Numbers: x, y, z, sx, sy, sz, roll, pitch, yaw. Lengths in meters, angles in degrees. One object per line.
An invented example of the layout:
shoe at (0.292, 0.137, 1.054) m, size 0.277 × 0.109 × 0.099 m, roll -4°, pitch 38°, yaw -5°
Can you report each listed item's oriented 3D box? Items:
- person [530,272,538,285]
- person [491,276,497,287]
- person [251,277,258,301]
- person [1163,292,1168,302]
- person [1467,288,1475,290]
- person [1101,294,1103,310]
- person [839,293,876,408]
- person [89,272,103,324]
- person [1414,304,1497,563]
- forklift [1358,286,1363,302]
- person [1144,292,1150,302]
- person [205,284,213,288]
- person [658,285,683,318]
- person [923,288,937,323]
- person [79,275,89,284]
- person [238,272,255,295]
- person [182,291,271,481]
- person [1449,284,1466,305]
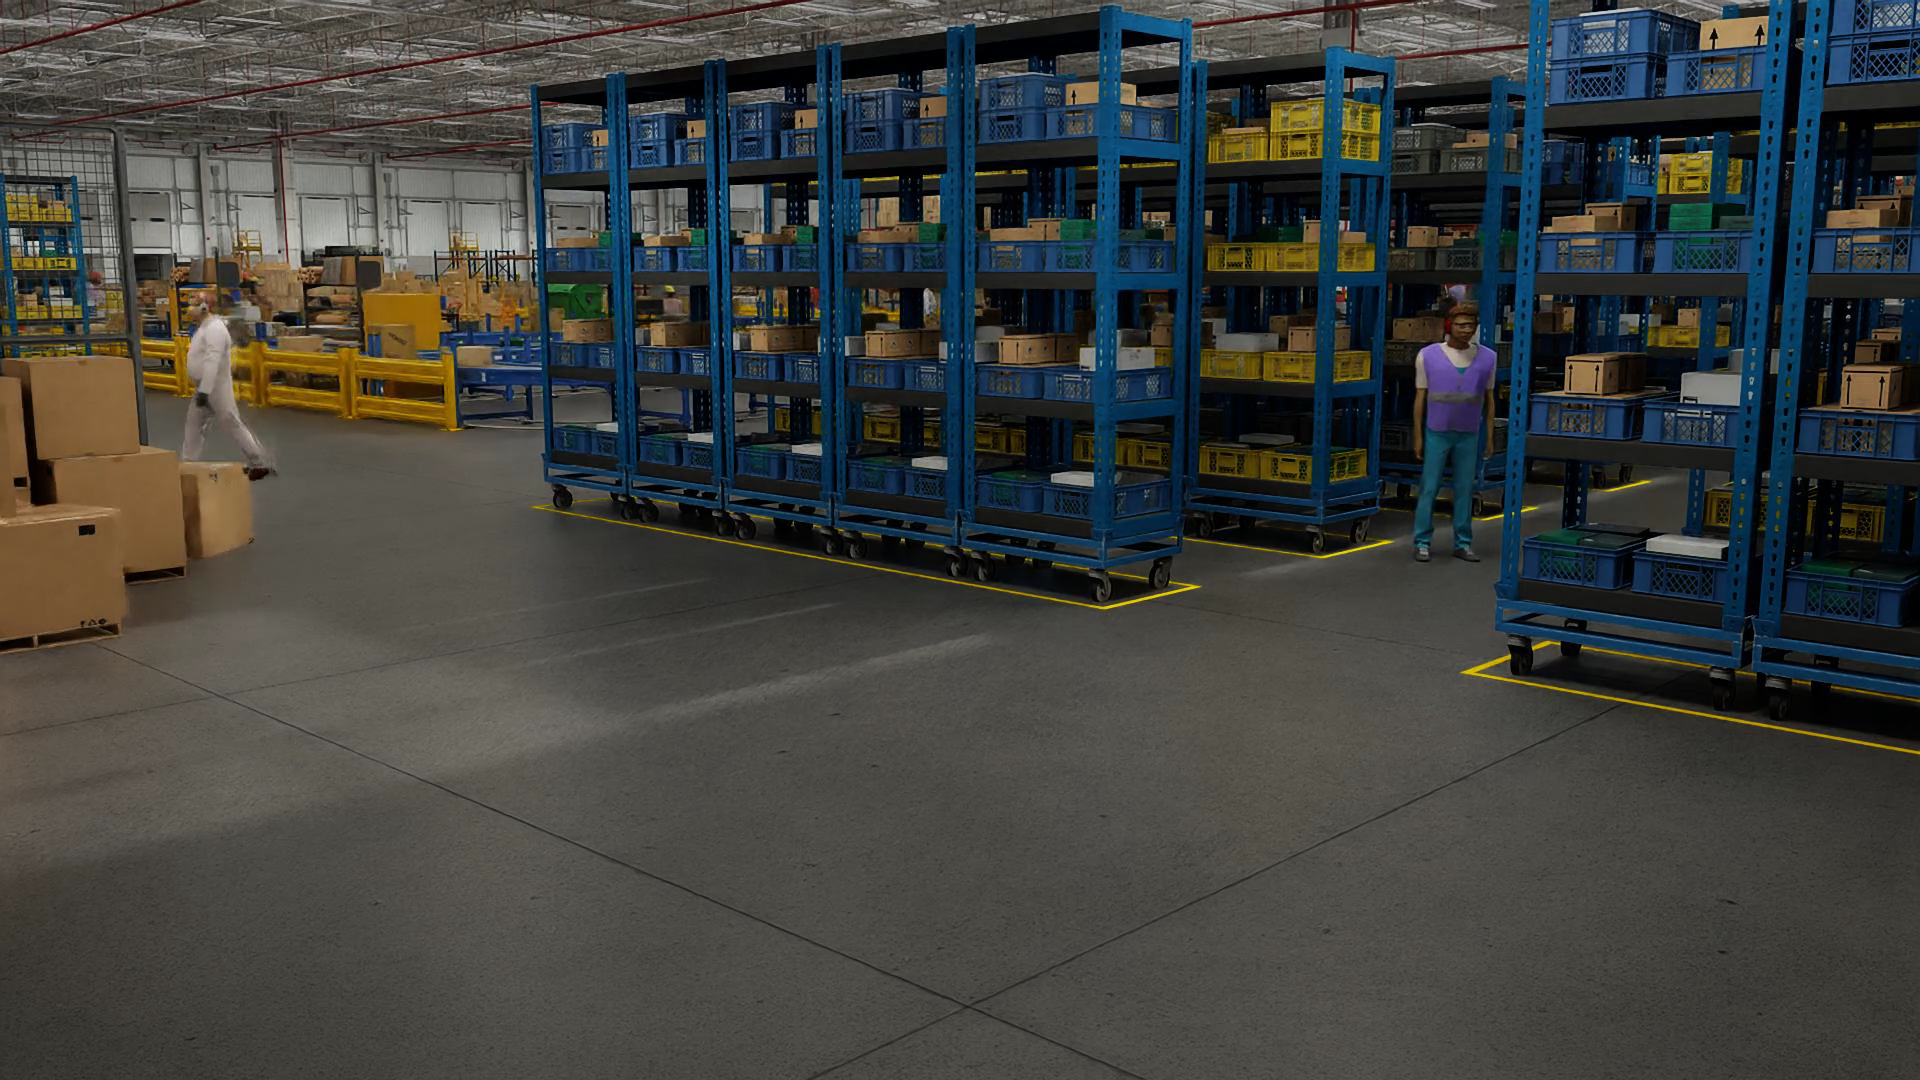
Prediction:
person at (-22.064, -12.834, 85.683) m, size 0.938 × 1.876 × 0.623 m, roll 1°, pitch 9°, yaw 5°
person at (-21.984, -11.613, 78.624) m, size 0.296 × 1.745 × 0.485 m, roll -8°, pitch 12°, yaw -40°
person at (-27.487, -9.369, 64.838) m, size 0.525 × 1.755 × 0.368 m, roll 9°, pitch 13°, yaw 44°
person at (7.005, -7.809, 54.869) m, size 0.530 × 1.884 × 0.674 m, roll -9°, pitch 13°, yaw -44°
person at (20.604, -9.733, 66.684) m, size 0.929 × 1.892 × 0.593 m, roll -5°, pitch 11°, yaw -30°
person at (3.646, -5.384, 40.685) m, size 0.423 × 1.661 × 0.631 m, roll -2°, pitch 9°, yaw -13°
person at (-1.480, -2.478, 22.517) m, size 0.602 × 1.786 × 0.948 m, roll 8°, pitch 12°, yaw 40°
person at (-24.123, -6.523, 46.665) m, size 1.061 × 1.982 × 0.639 m, roll -2°, pitch 9°, yaw -12°
person at (3.468, -0.742, 11.722) m, size 0.576 × 1.832 × 0.407 m, roll 0°, pitch 9°, yaw -1°
forklift at (11.100, -7.017, 46.970) m, size 1.873 × 2.768 × 1.129 m, roll 9°, pitch 13°, yaw 43°
person at (7.022, -9.021, 62.887) m, size 0.316 × 1.692 × 0.542 m, roll 1°, pitch 9°, yaw 4°
person at (-37.193, -12.200, 82.358) m, size 0.540 × 1.697 × 0.317 m, roll 6°, pitch 11°, yaw 33°
person at (-6.141, -4.558, 35.409) m, size 0.550 × 1.726 × 0.848 m, roll -4°, pitch 10°, yaw -21°
person at (-0.822, -6.111, 44.631) m, size 0.404 × 1.828 × 0.592 m, roll 1°, pitch 9°, yaw 6°
person at (-39.259, -10.946, 74.451) m, size 0.676 × 1.783 × 0.967 m, roll 6°, pitch 11°, yaw 33°
person at (-26.649, -9.038, 62.212) m, size 0.608 × 1.957 × 0.975 m, roll -2°, pitch 10°, yaw -13°
person at (-7.216, -1.465, 16.070) m, size 0.983 × 1.866 × 0.649 m, roll -8°, pitch 12°, yaw -40°
person at (13.606, -6.301, 45.512) m, size 0.640 × 1.924 × 0.742 m, roll -6°, pitch 11°, yaw -33°
